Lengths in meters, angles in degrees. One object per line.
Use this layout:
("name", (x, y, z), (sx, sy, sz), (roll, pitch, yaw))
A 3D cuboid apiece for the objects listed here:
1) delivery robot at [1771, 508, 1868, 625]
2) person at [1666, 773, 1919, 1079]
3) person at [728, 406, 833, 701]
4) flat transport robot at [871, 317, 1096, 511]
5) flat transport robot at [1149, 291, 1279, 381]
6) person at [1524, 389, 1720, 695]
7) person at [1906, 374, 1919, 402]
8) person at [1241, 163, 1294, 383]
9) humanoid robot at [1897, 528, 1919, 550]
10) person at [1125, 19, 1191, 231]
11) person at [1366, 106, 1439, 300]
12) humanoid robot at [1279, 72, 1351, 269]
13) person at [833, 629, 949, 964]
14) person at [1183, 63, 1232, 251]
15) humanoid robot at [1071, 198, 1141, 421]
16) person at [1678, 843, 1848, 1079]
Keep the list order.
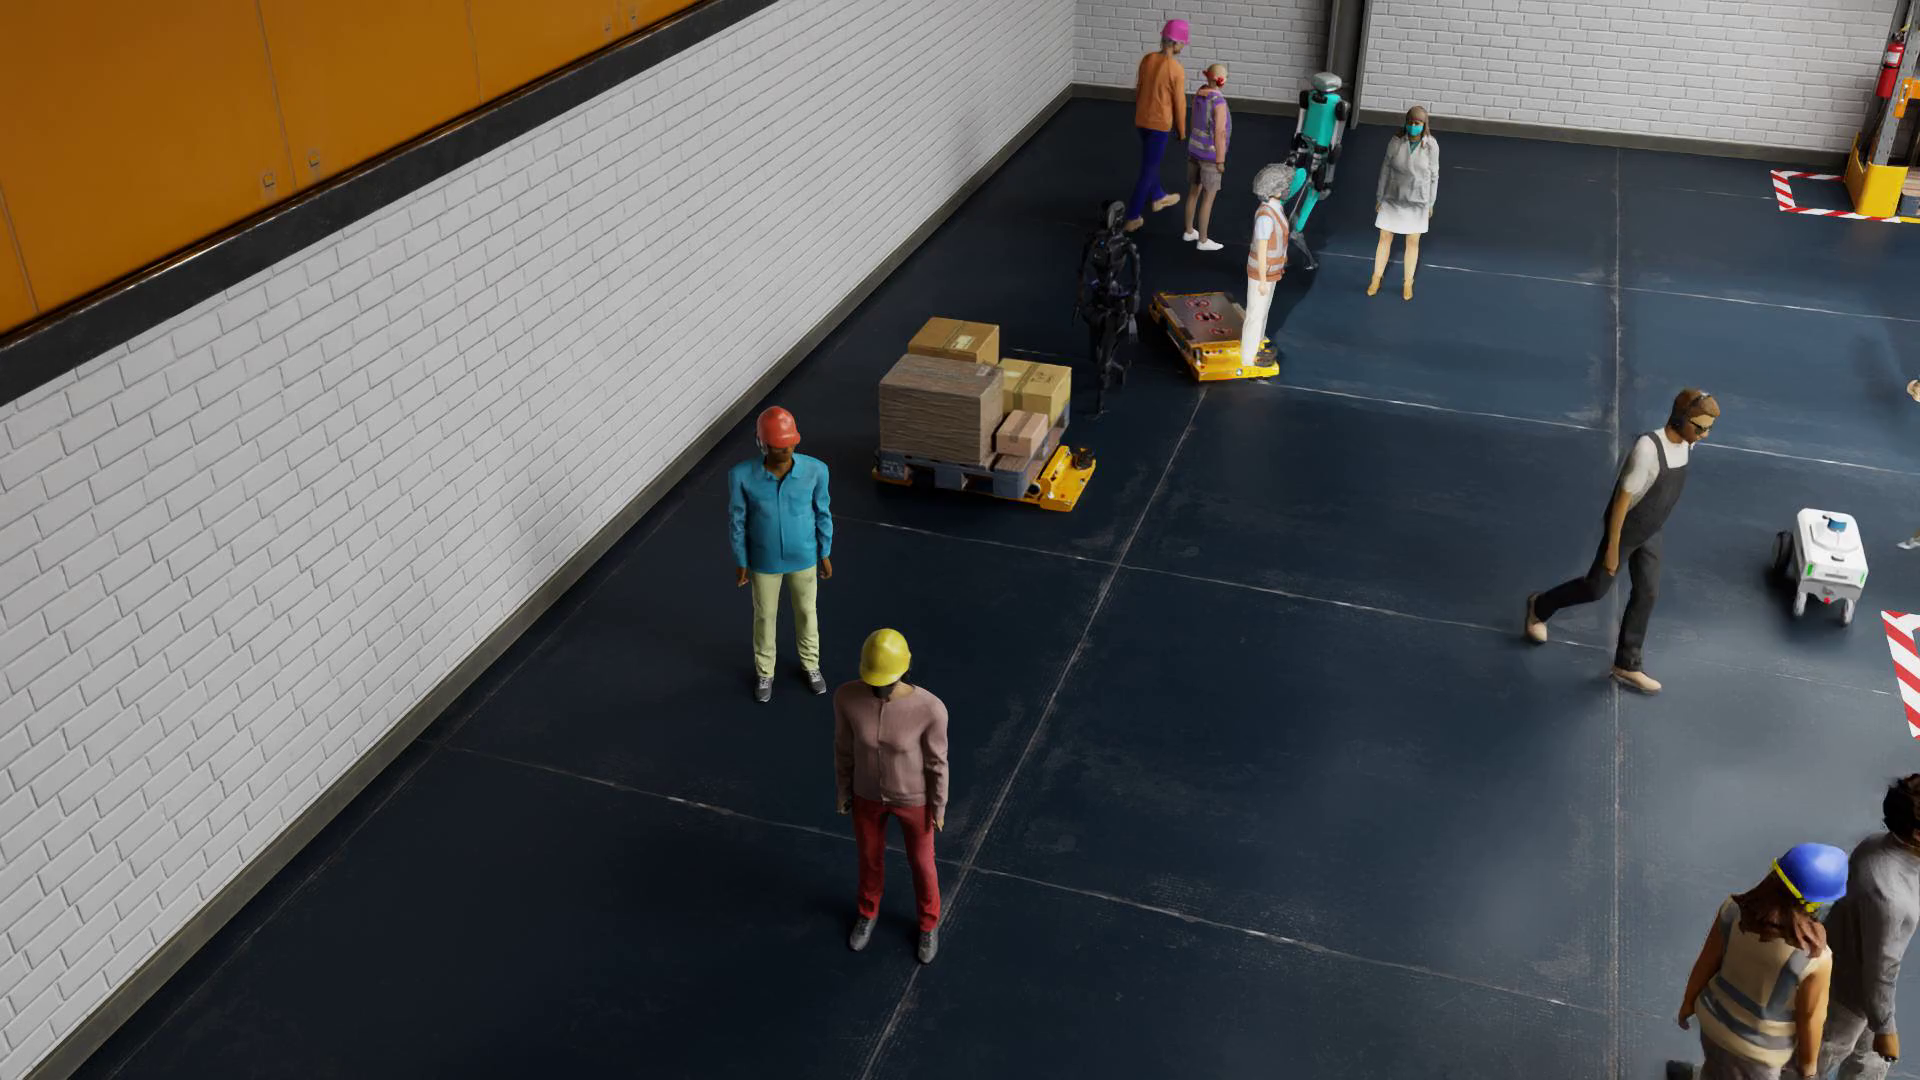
("delivery robot", (5.283, 0.106, 10.133), (0.499, 0.563, 0.738), (10, 32, 16))
("person", (3.303, 1.631, 6.275), (0.853, 1.873, 0.504), (17, 35, 27))
("person", (-0.962, 0.075, 9.028), (0.564, 1.755, 0.319), (-6, 31, -10))
("flat transport robot", (0.166, -0.523, 11.515), (1.431, 0.231, 0.659), (10, 32, 16))
("flat transport robot", (2.039, -1.677, 13.478), (0.659, 0.231, 1.431), (-5, 31, -9))
("person", (3.652, -0.063, 9.224), (0.618, 1.799, 0.847), (-19, 35, -29))
("person", (7.448, -1.880, 12.247), (0.527, 1.865, 0.382), (10, 32, 17))
("person", (2.334, -2.044, 12.697), (0.311, 1.689, 0.434), (11, 32, 17))
("humanoid robot", (6.432, -0.663, 10.292), (0.672, 1.785, 0.540), (-4, 31, -6))
("person", (1.876, -3.921, 15.672), (0.883, 1.919, 0.536), (-22, 37, -33))
("person", (3.770, -2.845, 14.088), (0.489, 1.659, 0.339), (10, 32, 17))
("humanoid robot", (2.937, -3.140, 14.545), (0.796, 1.795, 0.546), (-20, 36, -30))
("person", (-0.302, 1.121, 7.252), (0.520, 1.759, 0.347), (8, 31, 13))
("person", (2.250, -3.489, 15.162), (0.347, 1.688, 0.487), (-12, 32, -19))
("humanoid robot", (1.141, -1.722, 12.192), (0.603, 1.637, 0.657), (25, 39, 36))
("person", (2.831, 1.814, 6.084), (0.814, 1.746, 0.455), (-15, 33, -23))
